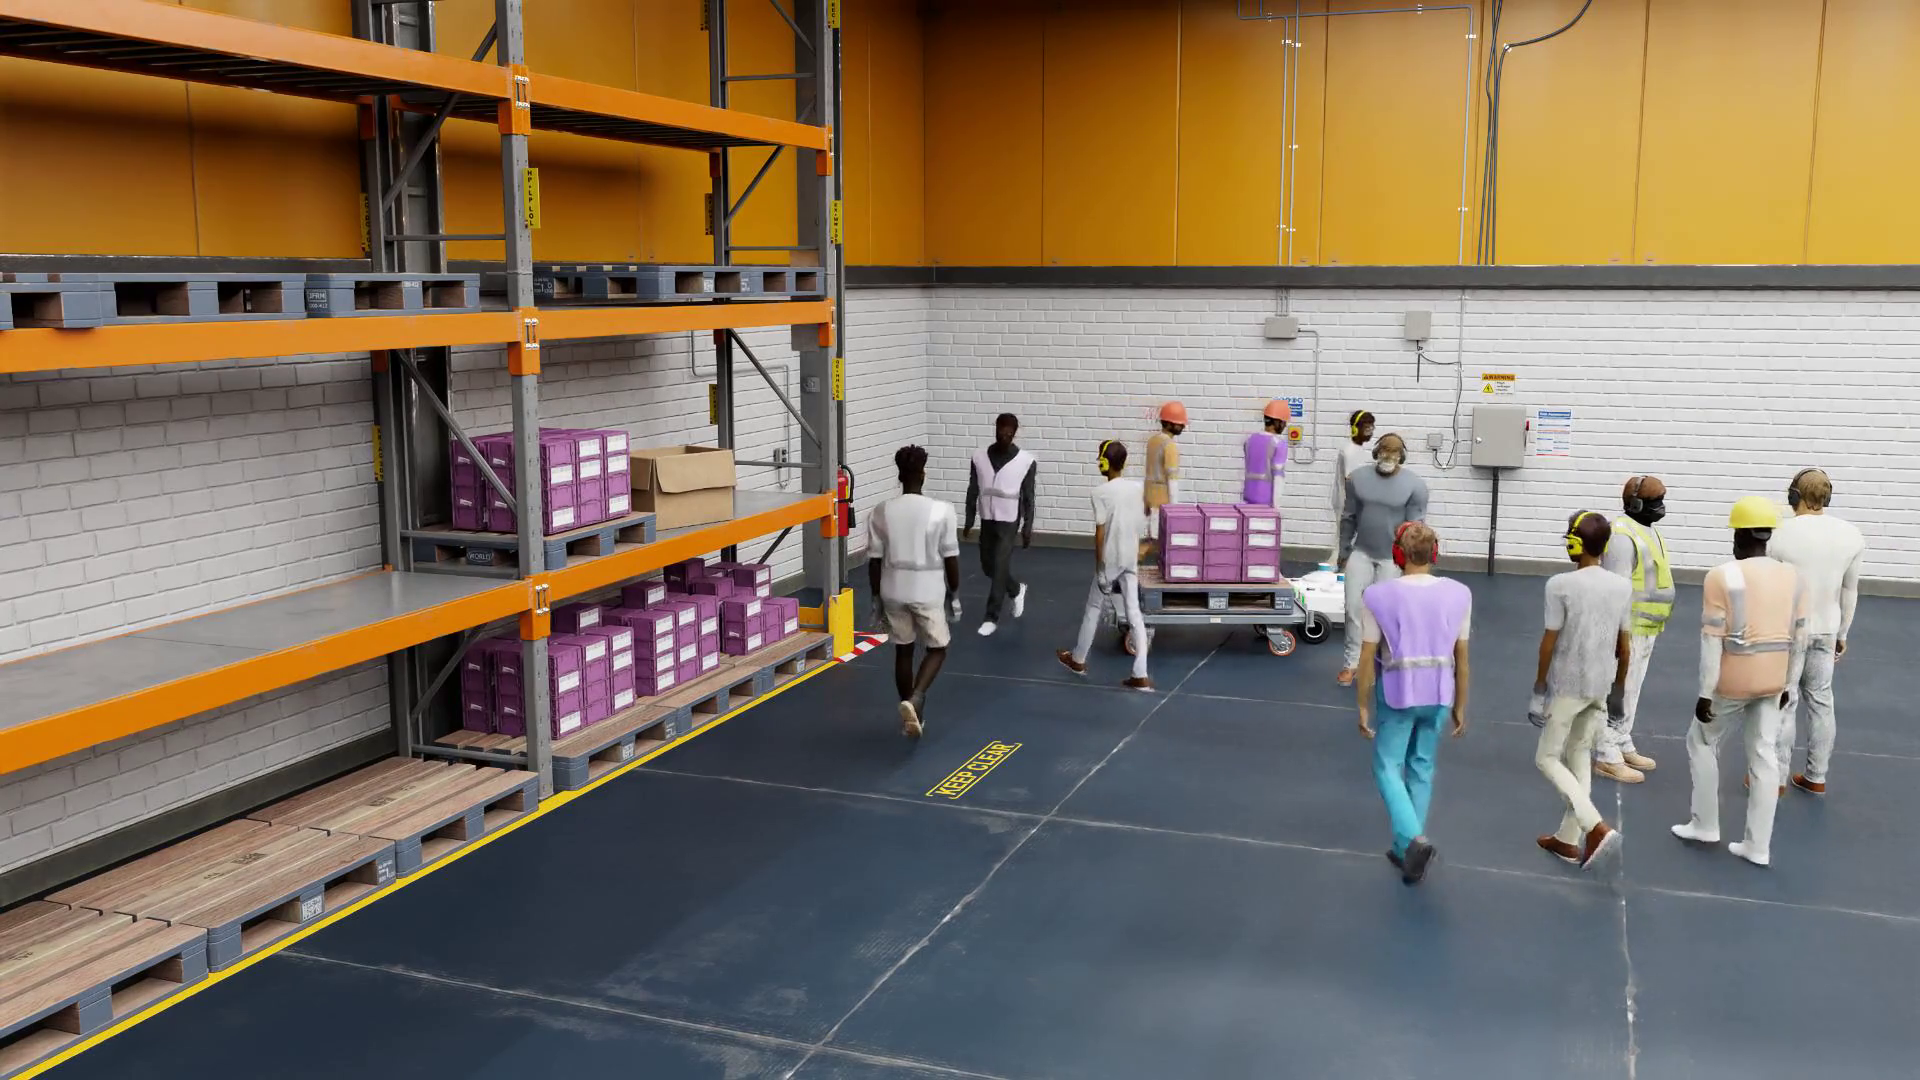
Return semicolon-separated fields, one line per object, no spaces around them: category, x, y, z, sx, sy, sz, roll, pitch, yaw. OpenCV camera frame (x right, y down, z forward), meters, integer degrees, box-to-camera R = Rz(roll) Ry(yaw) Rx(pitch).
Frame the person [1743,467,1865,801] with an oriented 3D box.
person;4.848;0.547;9.606;0.630;1.940;0.372;-1;9;-8

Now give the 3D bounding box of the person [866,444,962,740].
person;-0.310;0.354;10.776;0.632;1.950;0.645;3;9;16

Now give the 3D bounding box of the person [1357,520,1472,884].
person;2.267;0.818;8.271;0.566;1.828;0.651;-1;9;-5

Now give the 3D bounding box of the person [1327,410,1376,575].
person;3.648;-0.282;15.165;0.817;1.817;0.615;4;10;24

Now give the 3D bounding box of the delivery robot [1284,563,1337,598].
delivery robot;3.120;0.443;14.291;0.707;0.478;0.477;-1;9;-6

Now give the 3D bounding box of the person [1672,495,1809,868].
person;4.040;0.712;8.666;0.628;1.900;0.704;-2;9;-11

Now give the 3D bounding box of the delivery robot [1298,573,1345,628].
delivery robot;3.175;0.520;13.809;0.707;0.478;0.477;1;9;8

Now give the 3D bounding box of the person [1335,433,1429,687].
person;3.037;0.163;12.155;0.689;1.898;0.655;6;11;33

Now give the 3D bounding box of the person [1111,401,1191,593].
person;1.815;-0.366;15.524;0.972;1.888;0.588;-2;9;-13

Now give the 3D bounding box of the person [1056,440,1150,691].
person;1.113;0.167;12.363;0.517;1.822;0.972;-5;10;-30

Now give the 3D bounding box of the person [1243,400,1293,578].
person;2.856;-0.375;15.629;0.970;1.874;0.556;-7;12;-39

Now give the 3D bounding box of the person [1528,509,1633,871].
person;3.165;0.776;8.438;0.534;1.853;0.593;-3;10;-18

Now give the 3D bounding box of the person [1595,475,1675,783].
person;4.076;0.523;10.055;0.429;1.841;0.633;7;11;36

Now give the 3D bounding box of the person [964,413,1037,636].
person;0.370;-0.161;14.196;0.634;1.892;0.758;4;10;26
